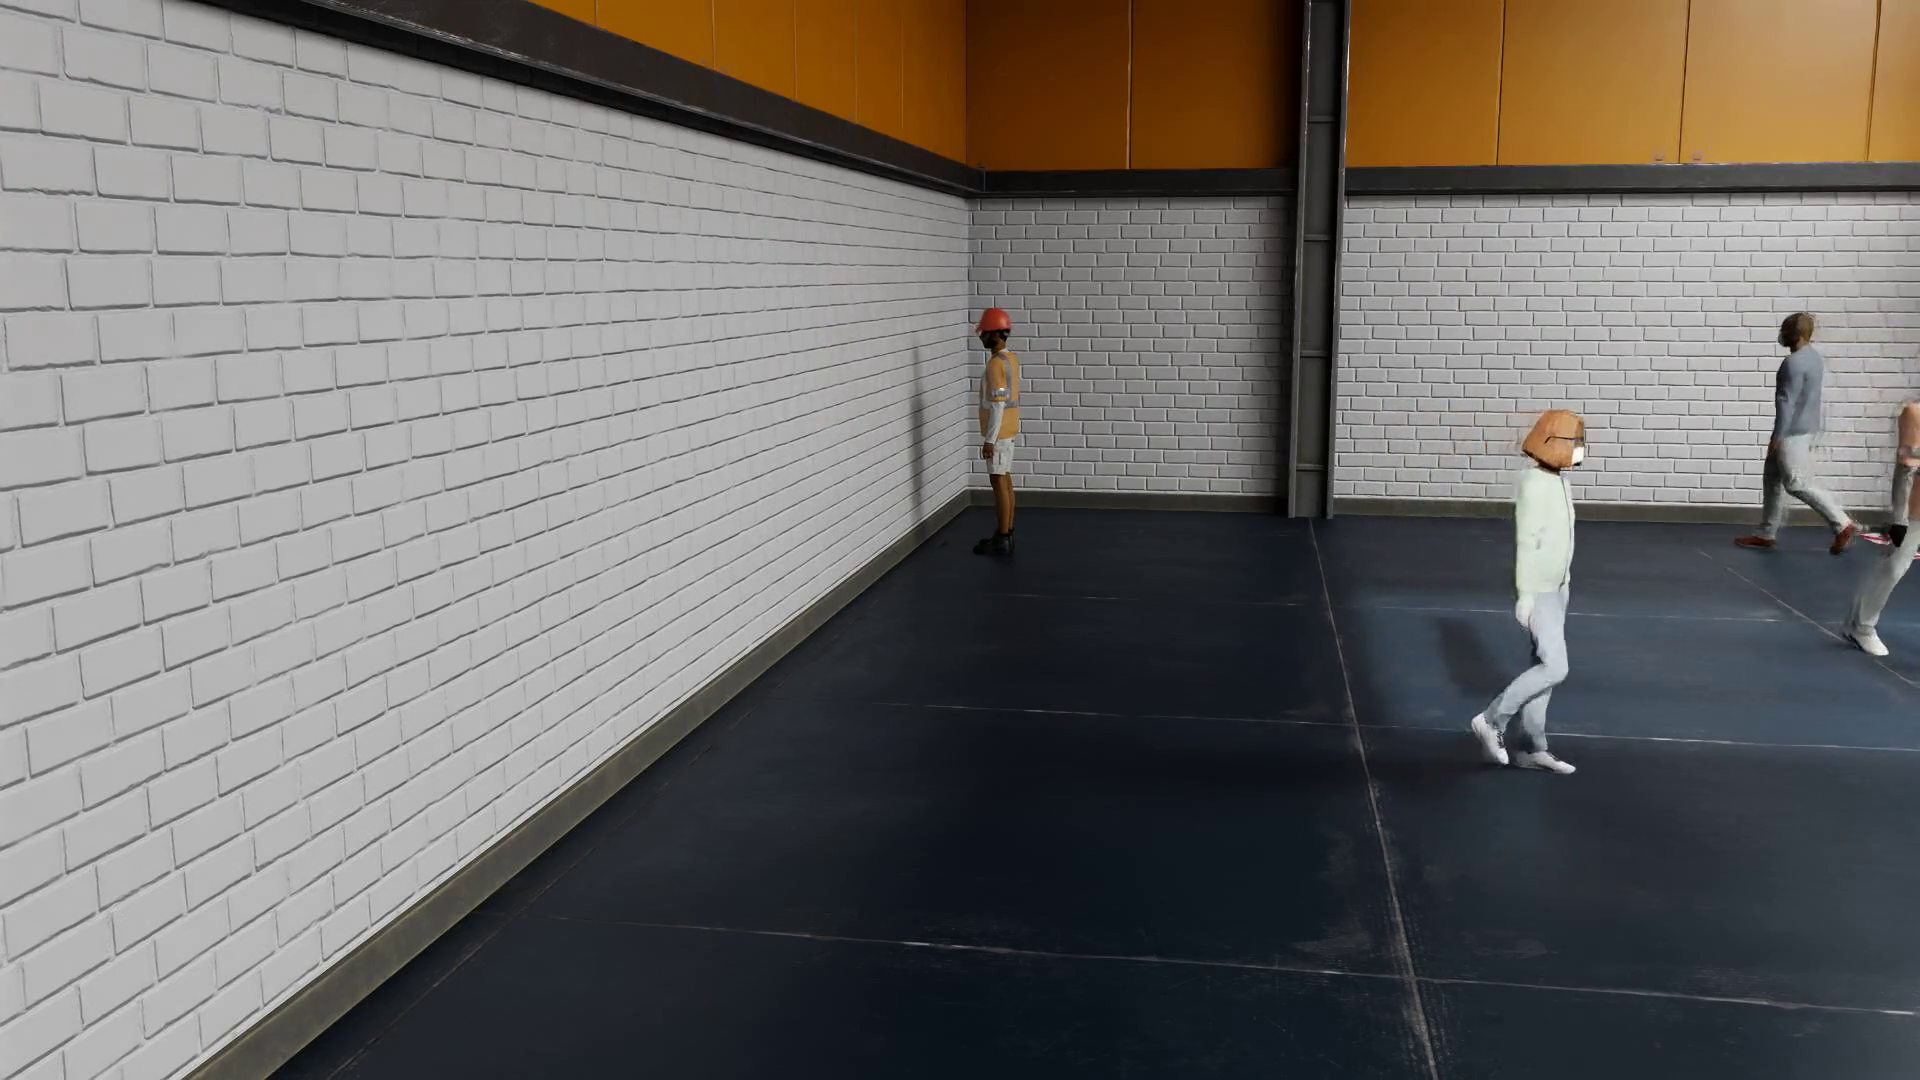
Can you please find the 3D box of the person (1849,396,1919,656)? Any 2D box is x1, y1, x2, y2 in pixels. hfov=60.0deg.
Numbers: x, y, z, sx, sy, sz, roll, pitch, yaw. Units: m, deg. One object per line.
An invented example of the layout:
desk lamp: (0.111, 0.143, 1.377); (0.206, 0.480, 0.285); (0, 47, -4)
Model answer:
person: (5.424, -0.198, 9.285); (0.619, 1.870, 1.046); (-2, 9, -14)

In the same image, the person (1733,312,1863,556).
person: (6.627, -0.828, 13.028); (0.872, 1.914, 0.629); (6, 11, 34)

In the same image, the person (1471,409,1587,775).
person: (2.559, 0.233, 7.311); (0.377, 1.618, 0.531); (6, 11, 34)

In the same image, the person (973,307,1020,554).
person: (0.284, -0.853, 13.092); (0.353, 1.939, 0.544); (2, 9, 12)
